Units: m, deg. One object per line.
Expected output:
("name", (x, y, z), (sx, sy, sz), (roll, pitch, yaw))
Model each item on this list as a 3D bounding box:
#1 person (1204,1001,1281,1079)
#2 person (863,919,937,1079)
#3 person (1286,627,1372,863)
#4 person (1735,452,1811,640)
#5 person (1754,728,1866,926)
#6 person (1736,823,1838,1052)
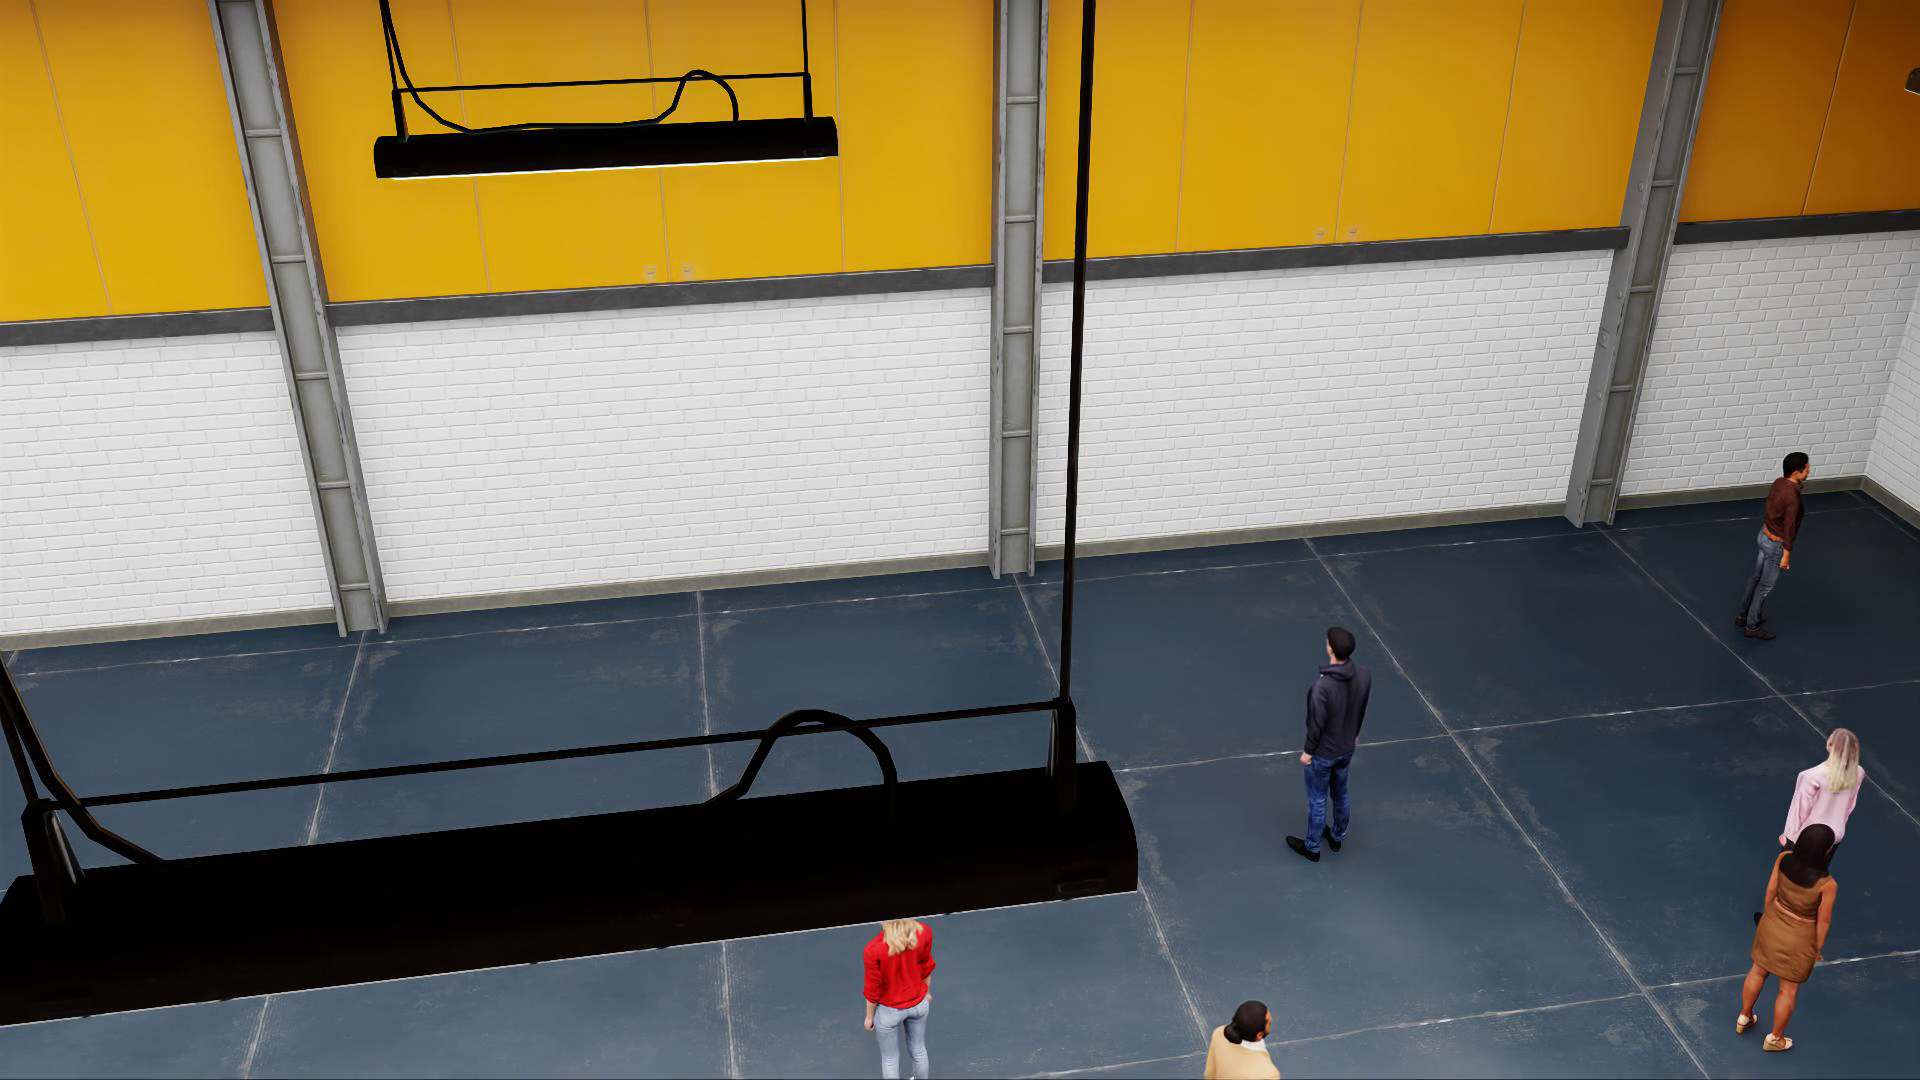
("person", (1.507, 3.159, 8.934), (0.733, 1.754, 0.744), (-17, 33, -29))
("person", (-0.355, 2.729, 9.775), (0.565, 1.704, 0.740), (-15, 32, -26))
("person", (2.655, 1.464, 11.897), (0.650, 1.893, 0.814), (-17, 33, -28))
("person", (7.168, 0.030, 14.645), (0.617, 1.780, 0.706), (3, 29, 5))
("person", (5.747, 1.977, 11.170), (0.468, 1.688, 0.651), (-6, 29, -10))
("person", (5.131, 2.450, 10.303), (0.612, 1.690, 0.624), (-15, 32, -26))
